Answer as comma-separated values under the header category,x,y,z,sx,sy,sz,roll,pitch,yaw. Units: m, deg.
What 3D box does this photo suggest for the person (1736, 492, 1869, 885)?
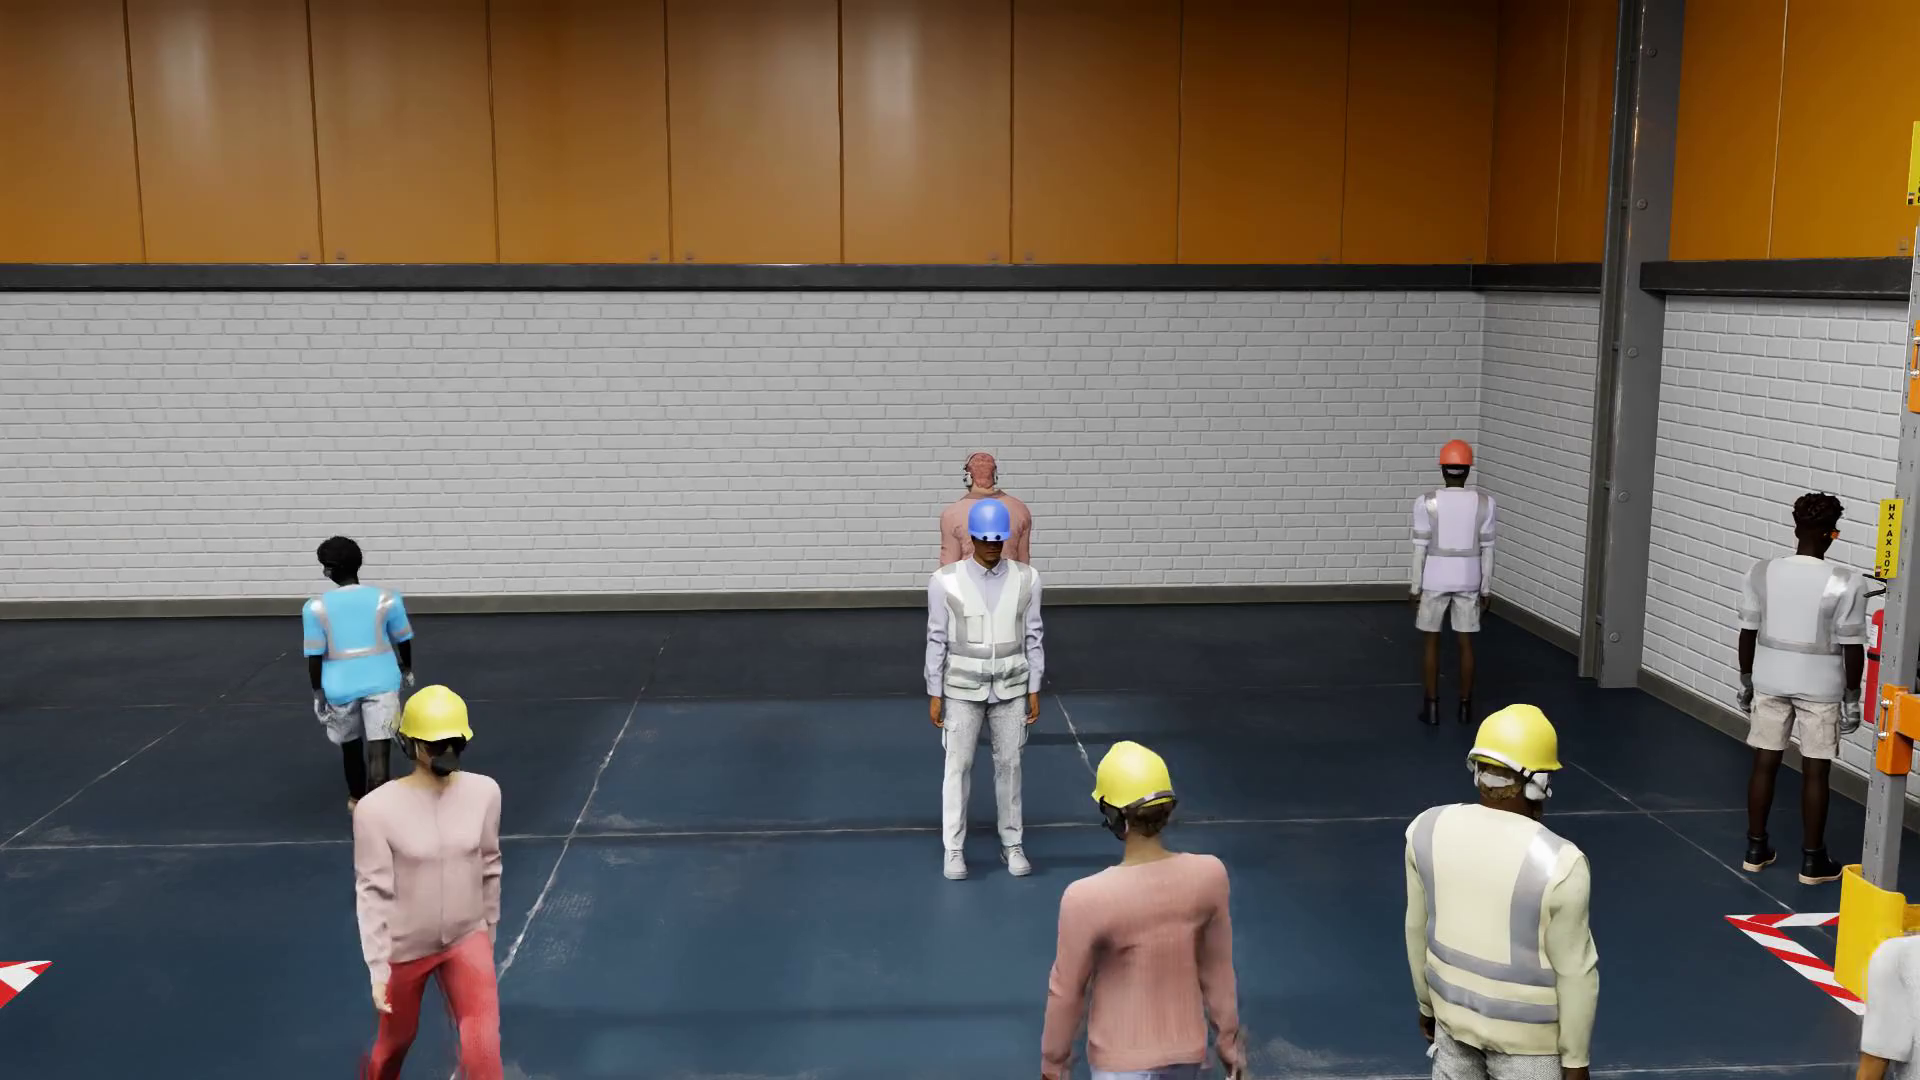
category,x,y,z,sx,sy,sz,roll,pitch,yaw
person,4.214,0.732,8.350,0.367,1.964,0.609,-8,12,-41

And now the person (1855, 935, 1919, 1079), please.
category,x,y,z,sx,sy,sz,roll,pitch,yaw
person,2.330,1.518,3.900,0.536,1.825,0.996,4,10,23

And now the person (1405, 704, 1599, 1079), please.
category,x,y,z,sx,sy,sz,roll,pitch,yaw
person,1.563,1.370,4.788,0.404,1.827,0.586,-7,12,-39

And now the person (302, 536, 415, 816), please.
category,x,y,z,sx,sy,sz,roll,pitch,yaw
person,-3.211,0.797,8.923,0.543,1.649,0.828,-2,9,-15

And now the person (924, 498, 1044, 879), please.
category,x,y,z,sx,sy,sz,roll,pitch,yaw
person,0.126,0.745,8.359,0.611,1.938,0.413,-2,9,-12

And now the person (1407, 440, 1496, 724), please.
category,x,y,z,sx,sy,sz,roll,pitch,yaw
person,3.314,0.292,11.258,0.578,1.931,0.428,1,9,6

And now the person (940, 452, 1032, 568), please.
category,x,y,z,sx,sy,sz,roll,pitch,yaw
person,0.140,0.380,10.769,0.639,1.904,0.409,-4,10,-25

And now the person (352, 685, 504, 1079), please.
category,x,y,z,sx,sy,sz,roll,pitch,yaw
person,-1.770,1.304,5.521,0.526,1.725,0.894,-7,12,-38

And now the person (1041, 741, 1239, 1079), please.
category,x,y,z,sx,sy,sz,roll,pitch,yaw
person,0.474,1.416,4.727,0.558,1.737,0.692,-4,10,-25
